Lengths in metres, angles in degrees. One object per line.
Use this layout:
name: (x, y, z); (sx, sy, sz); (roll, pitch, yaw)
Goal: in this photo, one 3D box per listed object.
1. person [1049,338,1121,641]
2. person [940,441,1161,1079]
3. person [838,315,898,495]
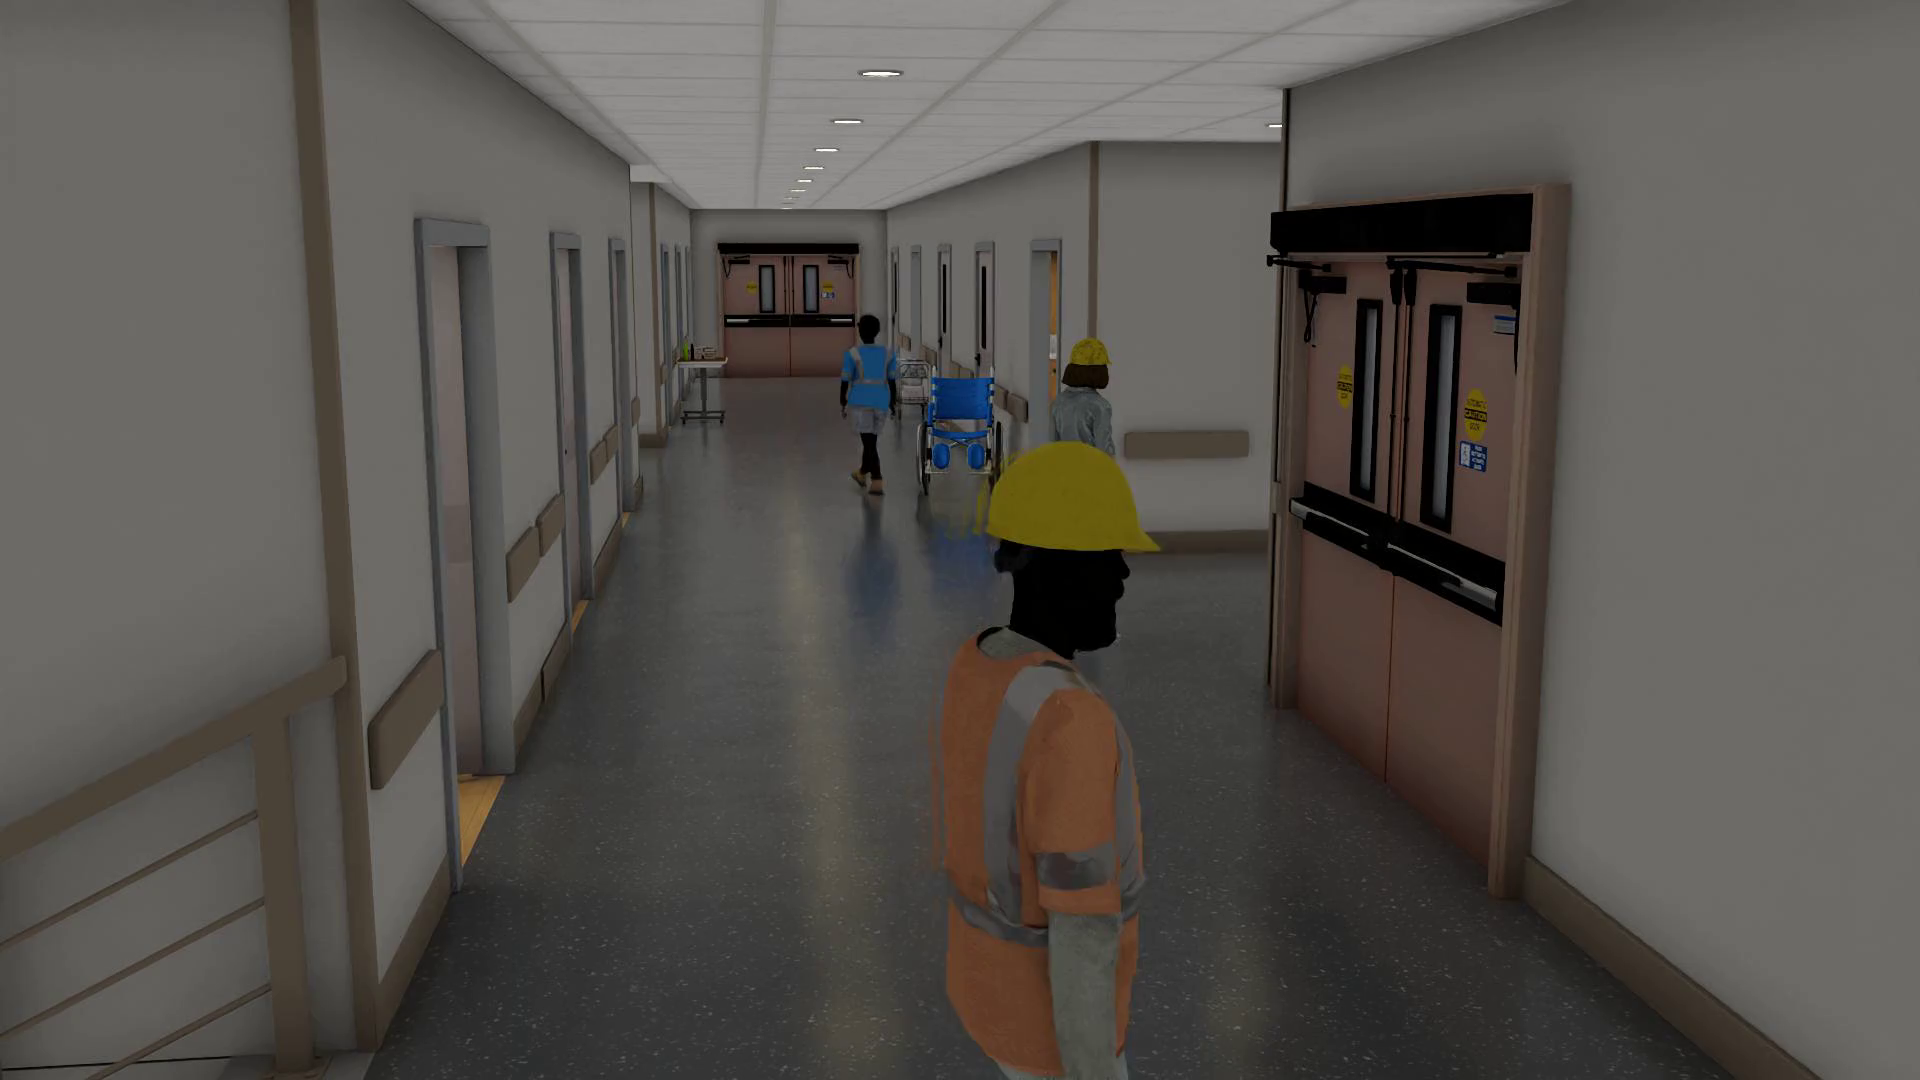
person: (0.718, -0.284, 9.554); (0.323, 1.742, 0.492); (-8, 12, -38)
person: (0.139, 0.783, 2.846); (0.665, 1.910, 0.629); (-2, 10, -14)
person: (-0.881, -1.276, 15.575); (0.549, 1.642, 0.858); (-5, 11, -28)
